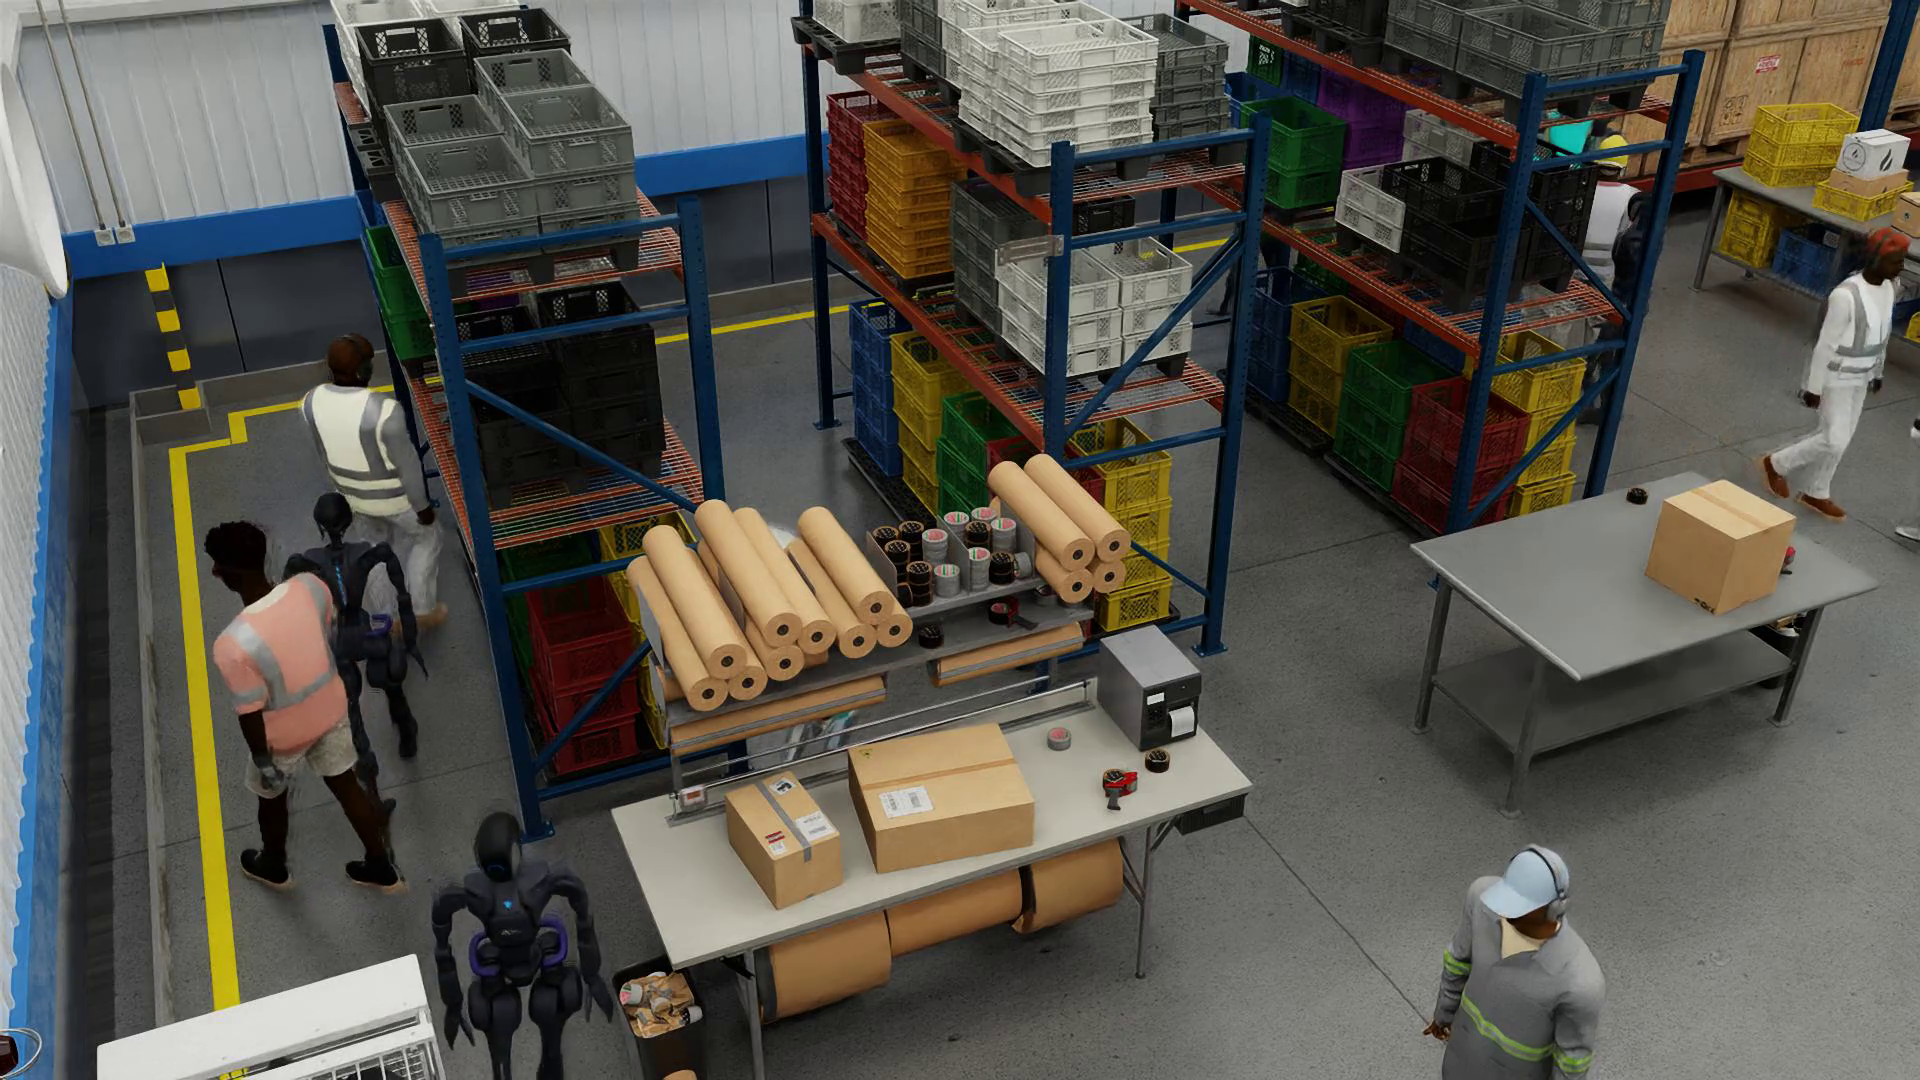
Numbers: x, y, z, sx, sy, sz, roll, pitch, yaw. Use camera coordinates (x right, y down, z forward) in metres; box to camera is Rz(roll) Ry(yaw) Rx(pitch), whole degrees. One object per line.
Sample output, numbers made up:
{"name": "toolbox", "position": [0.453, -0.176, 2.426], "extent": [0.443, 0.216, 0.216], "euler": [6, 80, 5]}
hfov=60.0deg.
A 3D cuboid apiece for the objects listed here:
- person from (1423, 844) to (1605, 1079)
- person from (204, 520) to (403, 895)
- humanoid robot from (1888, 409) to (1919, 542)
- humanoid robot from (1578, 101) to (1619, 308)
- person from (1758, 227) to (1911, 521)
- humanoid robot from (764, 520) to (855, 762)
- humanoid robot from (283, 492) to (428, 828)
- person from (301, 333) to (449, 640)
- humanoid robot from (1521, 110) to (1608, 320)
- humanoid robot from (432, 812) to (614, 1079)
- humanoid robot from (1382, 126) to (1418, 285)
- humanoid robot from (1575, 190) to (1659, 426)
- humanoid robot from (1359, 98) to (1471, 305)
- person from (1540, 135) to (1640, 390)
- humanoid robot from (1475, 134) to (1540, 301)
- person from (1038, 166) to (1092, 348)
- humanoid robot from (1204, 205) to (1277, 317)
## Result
{"name": "person", "position": [1.797, 1.751, 5.617], "extent": [0.390, 1.850, 0.599], "euler": [-15, 35, -23]}
{"name": "person", "position": [-2.911, 0.742, 7.179], "extent": [0.786, 1.929, 0.619], "euler": [15, 35, 23]}
{"name": "humanoid robot", "position": [5.894, -0.681, 9.681], "extent": [0.548, 1.800, 0.707], "euler": [-26, 40, -36]}
{"name": "humanoid robot", "position": [4.803, -2.602, 12.848], "extent": [0.357, 1.656, 0.595], "euler": [22, 38, 31]}
{"name": "person", "position": [5.352, -0.997, 10.061], "extent": [0.584, 1.866, 0.464], "euler": [-20, 37, -29]}
{"name": "humanoid robot", "position": [-0.702, 0.571, 7.543], "extent": [0.532, 1.694, 0.752], "euler": [15, 35, 23]}
{"name": "humanoid robot", "position": [-2.850, 0.522, 7.834], "extent": [0.601, 1.621, 0.799], "euler": [-8, 33, -13]}
{"name": "person", "position": [-3.093, -0.271, 8.917], "extent": [0.661, 1.825, 0.523], "euler": [11, 33, 17]}
{"name": "humanoid robot", "position": [4.496, -2.484, 12.548], "extent": [0.530, 1.732, 0.726], "euler": [9, 33, 15]}
{"name": "humanoid robot", "position": [-1.567, 1.646, 5.975], "extent": [0.612, 1.647, 0.550], "euler": [-9, 33, -14]}
{"name": "humanoid robot", "position": [3.298, -2.282, 12.336], "extent": [0.323, 1.654, 0.602], "euler": [11, 33, 17]}
{"name": "humanoid robot", "position": [4.413, -1.557, 11.146], "extent": [0.340, 1.649, 0.584], "euler": [10, 33, 16]}
{"name": "humanoid robot", "position": [3.384, -2.556, 12.732], "extent": [0.553, 1.773, 0.779], "euler": [-18, 36, -26]}
{"name": "person", "position": [4.383, -1.915, 11.588], "extent": [0.595, 1.832, 0.404], "euler": [6, 32, 10]}
{"name": "humanoid robot", "position": [3.927, -2.133, 12.054], "extent": [0.538, 1.812, 0.689], "euler": [9, 33, 14]}
{"name": "person", "position": [0.730, -2.302, 12.019], "extent": [0.372, 2.043, 0.604], "euler": [17, 35, 25]}
{"name": "humanoid robot", "position": [2.287, -2.423, 12.628], "extent": [0.800, 1.608, 0.617], "euler": [-12, 34, -18]}
